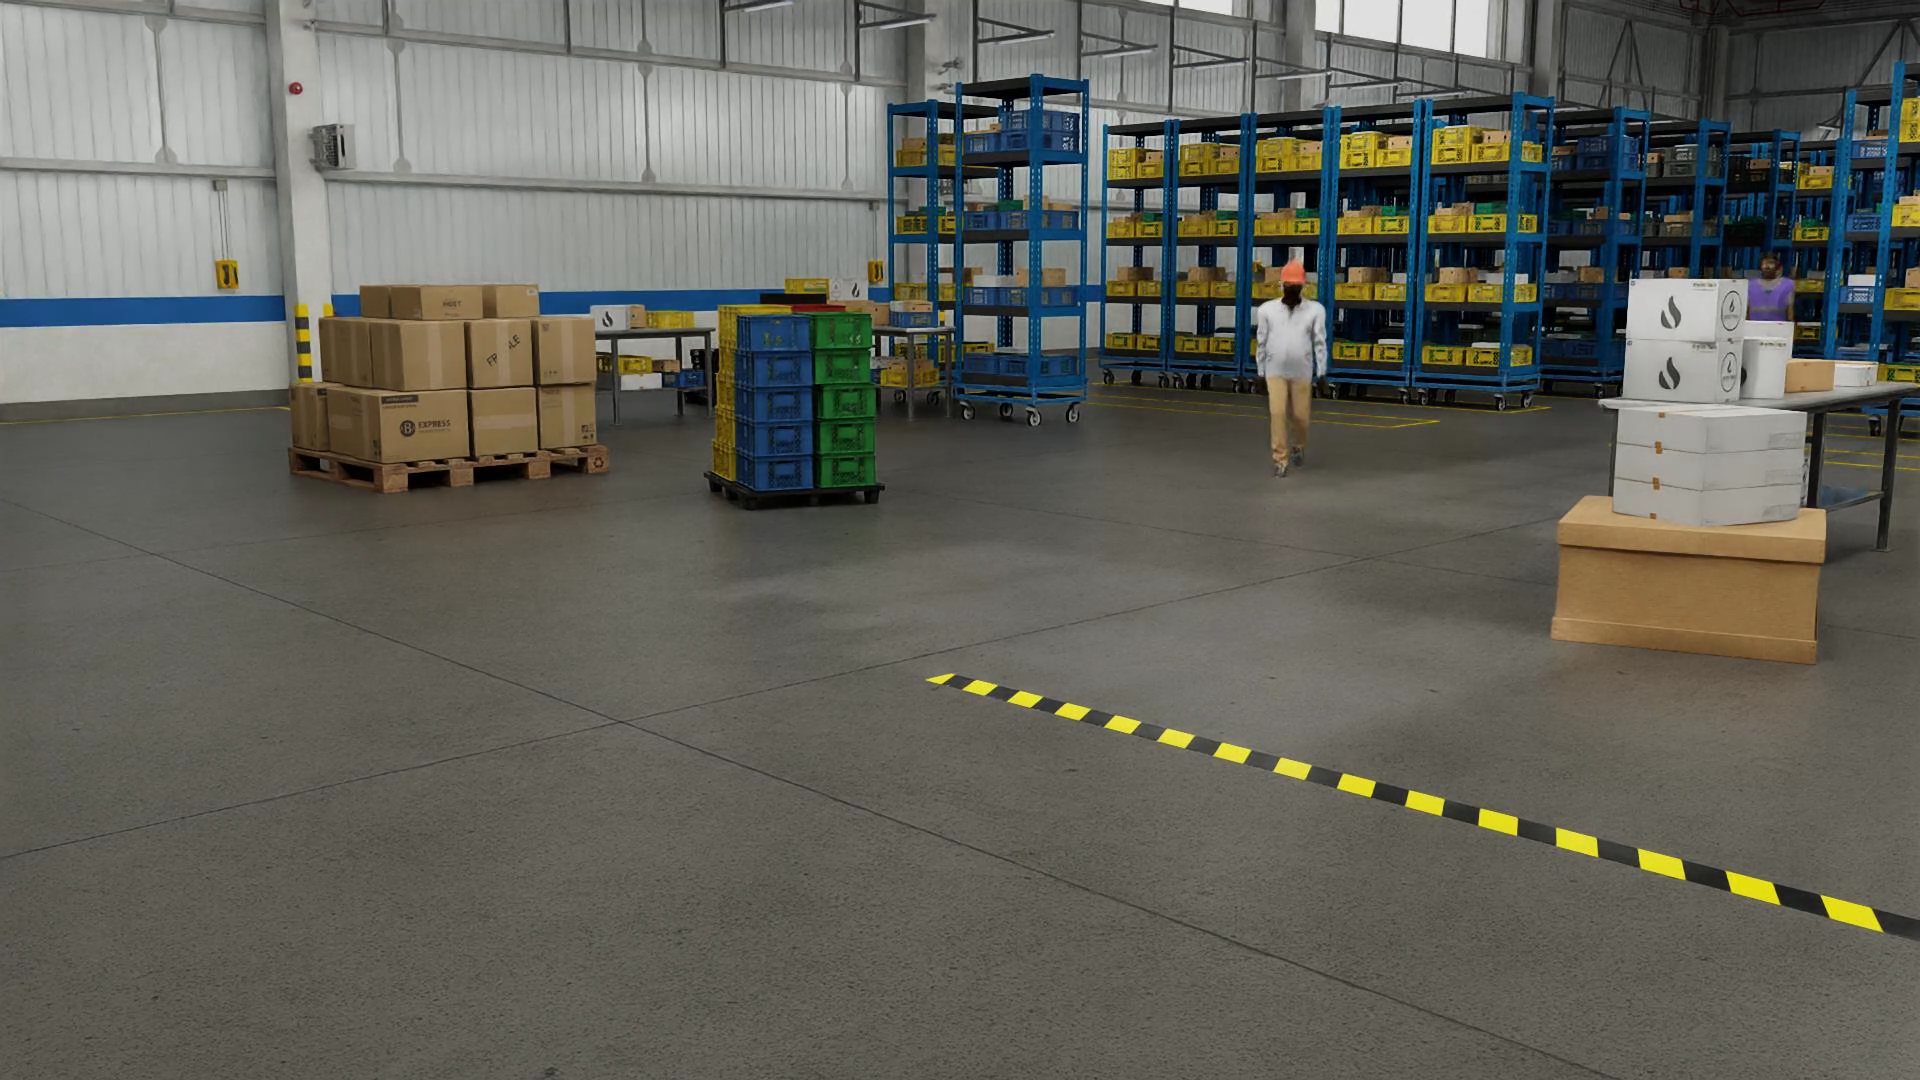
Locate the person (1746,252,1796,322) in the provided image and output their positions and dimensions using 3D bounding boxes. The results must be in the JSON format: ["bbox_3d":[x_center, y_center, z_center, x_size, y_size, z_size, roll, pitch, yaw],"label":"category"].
[{"bbox_3d":[9.364,-2.422,19.304,0.579,1.833,0.565,5,11,27],"label":"person"}]

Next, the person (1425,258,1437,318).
[{"bbox_3d":[9.365,-4.751,33.427,0.618,1.796,0.766,6,11,34],"label":"person"}]

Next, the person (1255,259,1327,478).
[{"bbox_3d":[2.645,-1.375,13.329,0.565,1.735,0.523,2,10,12],"label":"person"}]
